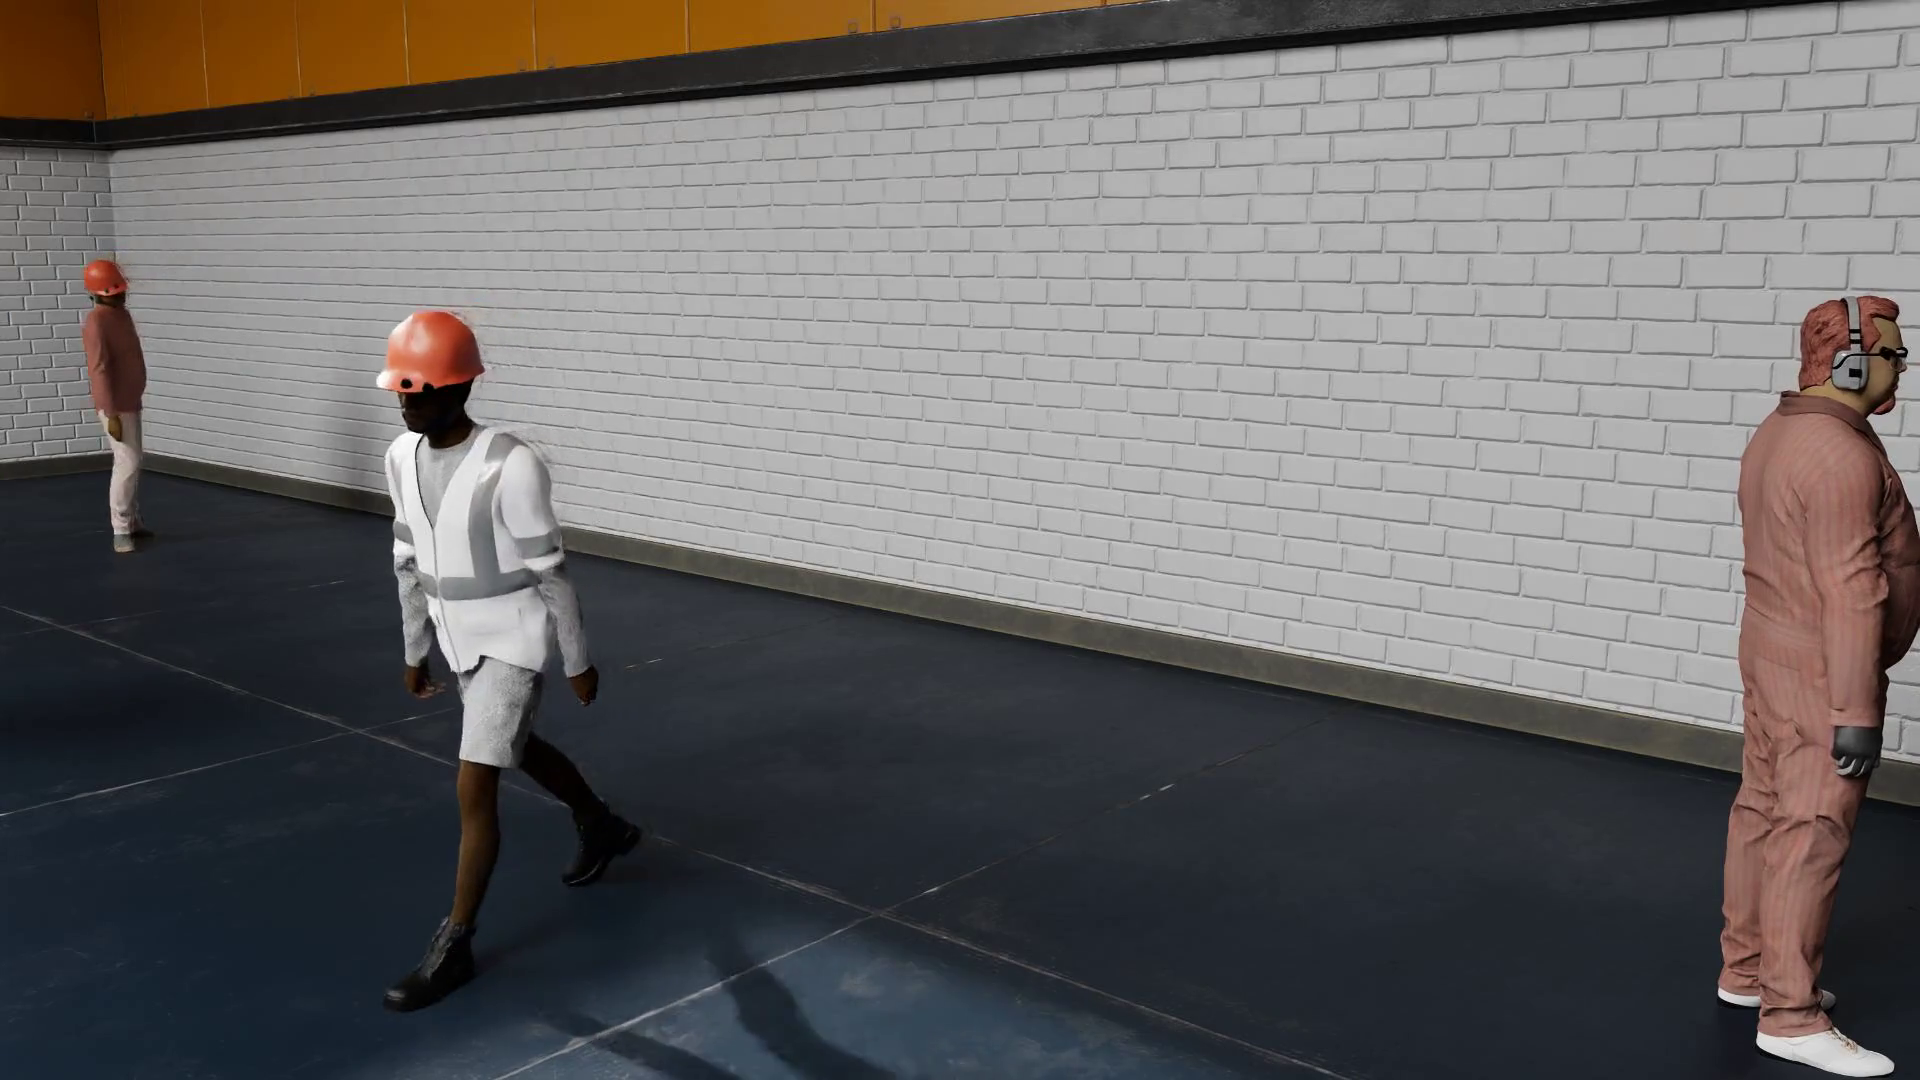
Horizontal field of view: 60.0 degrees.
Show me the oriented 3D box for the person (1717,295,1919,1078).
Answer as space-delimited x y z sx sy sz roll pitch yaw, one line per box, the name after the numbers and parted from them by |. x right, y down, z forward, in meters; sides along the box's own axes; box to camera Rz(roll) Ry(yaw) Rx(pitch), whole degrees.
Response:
2.160 0.352 4.162 0.410 1.909 0.643 2 10 9 | person

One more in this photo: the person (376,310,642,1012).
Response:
-1.280 0.271 4.755 0.589 1.878 1.032 7 12 34 | person

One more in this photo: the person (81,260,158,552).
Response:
-5.648 -0.899 11.215 0.361 1.946 0.766 -2 10 -9 | person
